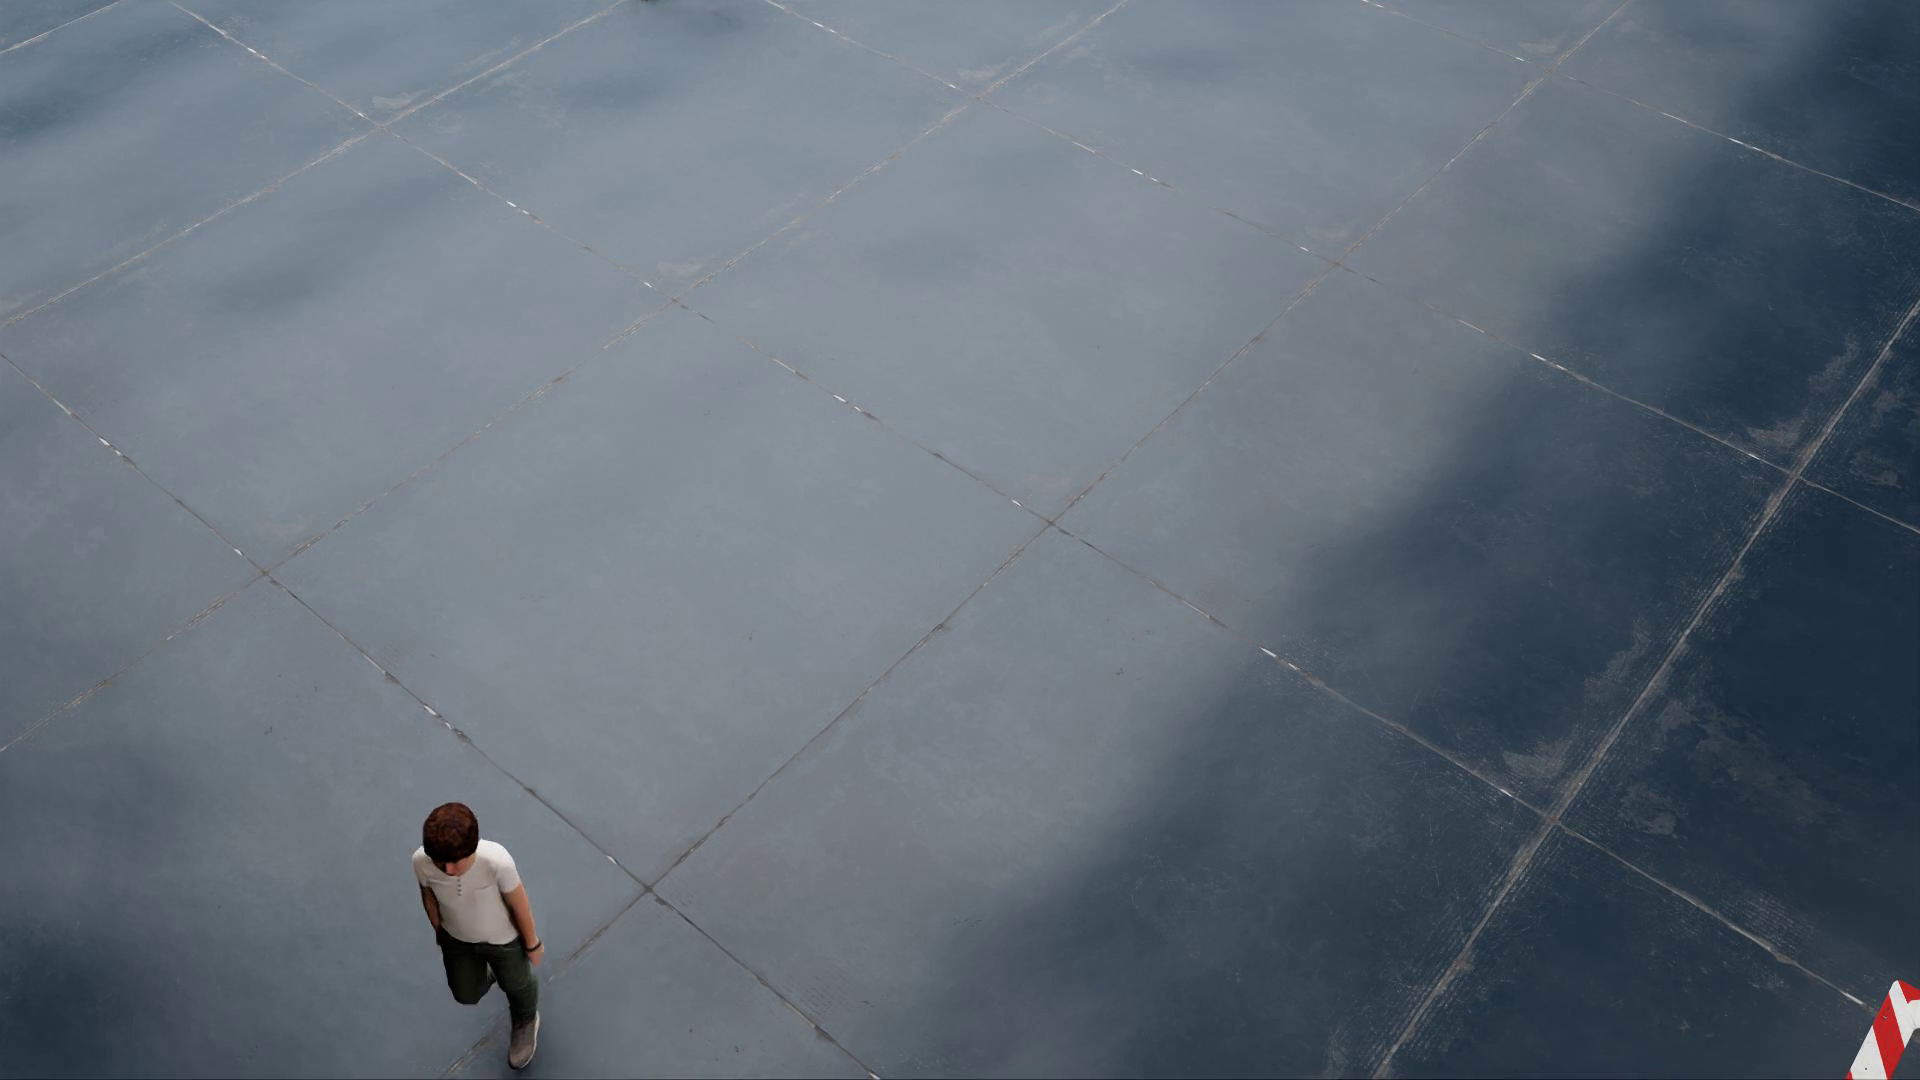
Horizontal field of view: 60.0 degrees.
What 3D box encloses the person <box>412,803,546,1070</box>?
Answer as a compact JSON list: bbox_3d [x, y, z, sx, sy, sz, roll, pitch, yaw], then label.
[{"bbox_3d":[-1.859,1.474,6.580,0.825,1.647,0.865,3,47,3],"label":"person"}]
